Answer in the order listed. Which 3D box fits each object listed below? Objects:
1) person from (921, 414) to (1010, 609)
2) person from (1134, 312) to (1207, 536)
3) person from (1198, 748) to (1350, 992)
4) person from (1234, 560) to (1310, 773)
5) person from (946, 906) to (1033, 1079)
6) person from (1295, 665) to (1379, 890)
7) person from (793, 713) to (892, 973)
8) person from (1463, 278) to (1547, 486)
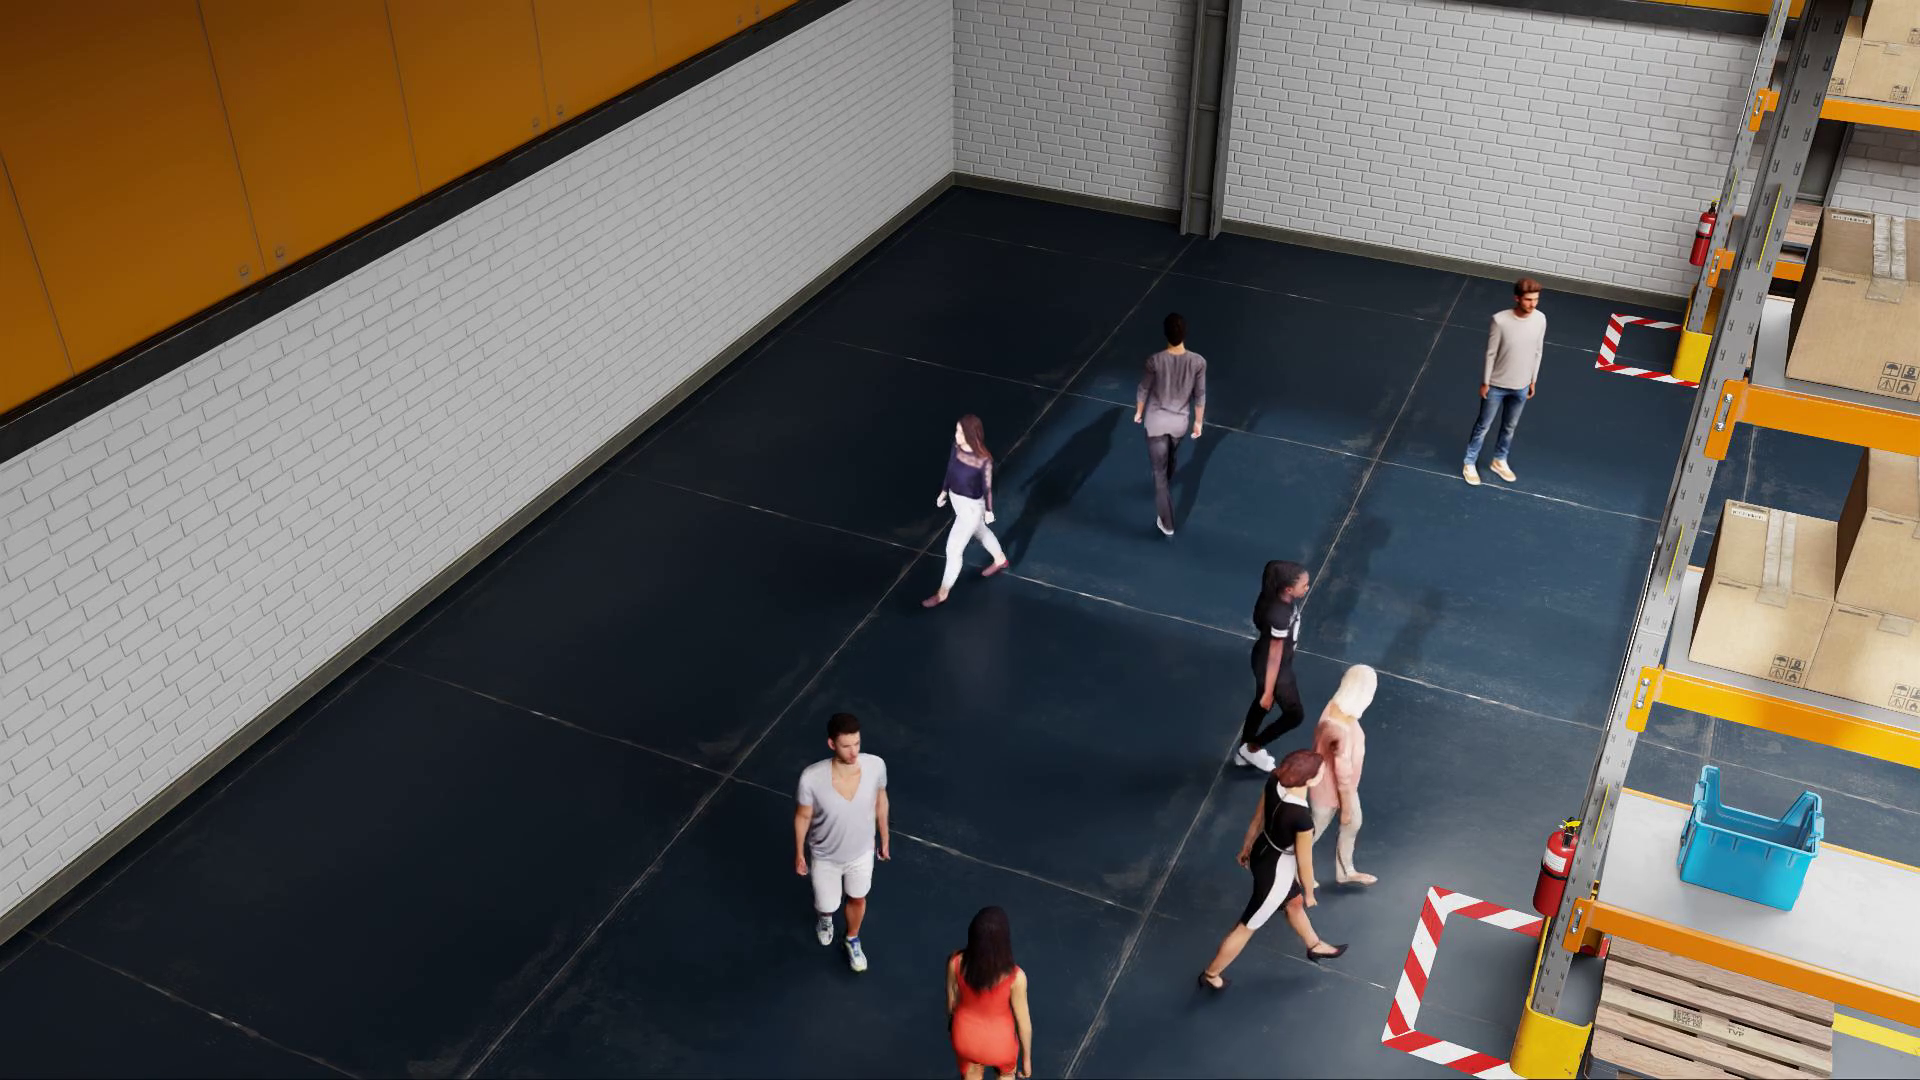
[{"bbox_3d":[0.110,-0.266,12.646,1.072,1.567,1.106,-18,37,-24],"label":"person"},{"bbox_3d":[1.689,-0.898,13.384,1.214,1.803,1.161,-5,34,-7],"label":"person"},{"bbox_3d":[1.651,1.904,9.223,1.209,1.743,1.089,-9,35,-13],"label":"person"},{"bbox_3d":[1.962,0.856,10.817,0.754,1.723,0.795,2,34,3],"label":"person"},{"bbox_3d":[0.097,2.556,8.275,0.565,1.707,0.737,6,34,10],"label":"person"},{"bbox_3d":[2.122,1.460,9.937,0.907,1.691,0.742,7,34,10],"label":"person"},{"bbox_3d":[-0.703,1.667,9.487,0.908,1.845,0.967,-14,36,-20],"label":"person"},{"bbox_3d":[4.590,-1.341,13.966,0.683,1.897,0.791,-4,34,-6],"label":"person"}]
